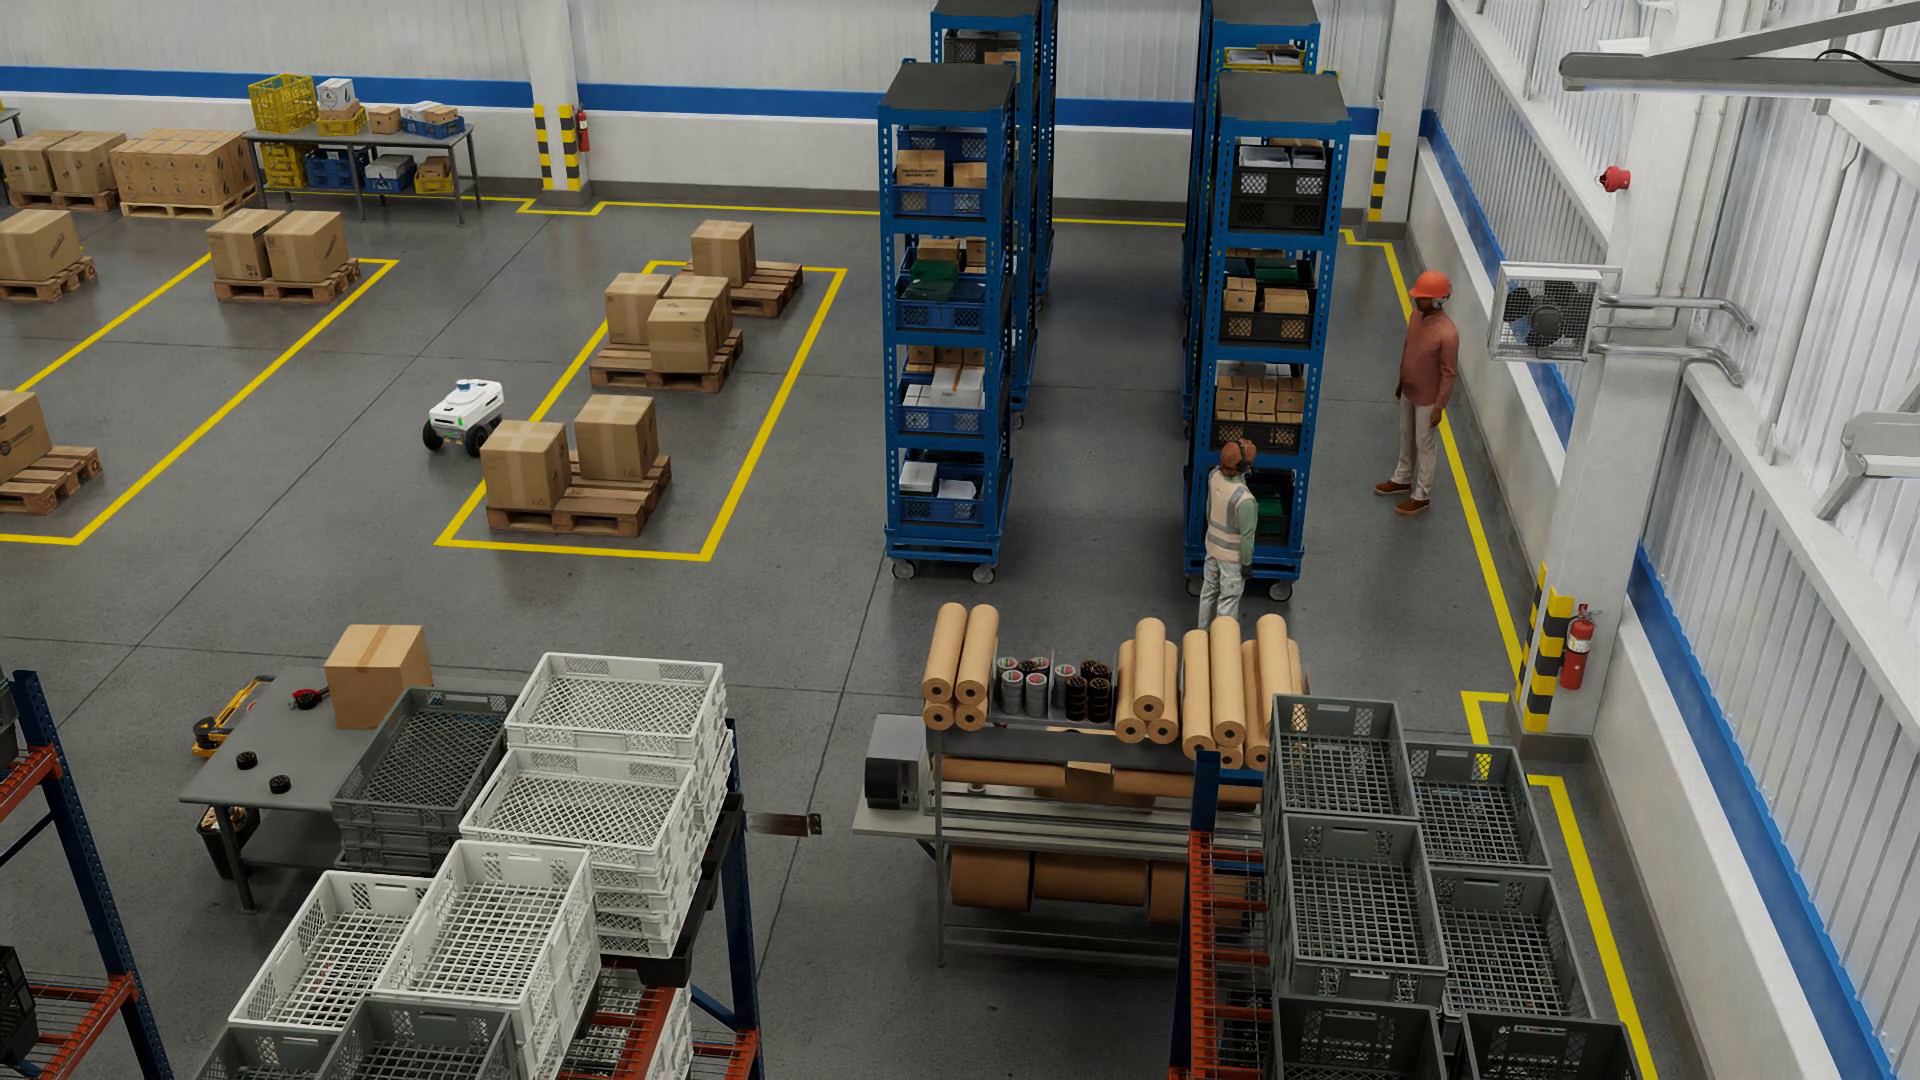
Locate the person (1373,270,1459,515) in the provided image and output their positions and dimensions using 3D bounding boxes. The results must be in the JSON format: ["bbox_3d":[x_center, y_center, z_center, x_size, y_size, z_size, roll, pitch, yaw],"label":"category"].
[{"bbox_3d":[3.573,-1.155,12.929,0.396,1.992,0.623,-8,31,-14],"label":"person"}]

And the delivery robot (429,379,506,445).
[{"bbox_3d":[-4.212,-1.136,14.227,0.477,0.478,0.707,9,32,16],"label":"delivery robot"}]

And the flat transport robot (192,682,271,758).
[{"bbox_3d":[-4.089,1.163,10.648,1.431,0.197,0.652,3,30,6],"label":"flat transport robot"}]

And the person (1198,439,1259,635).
[{"bbox_3d":[1.802,0.076,11.163,0.308,1.641,0.511,-12,32,-20],"label":"person"}]
